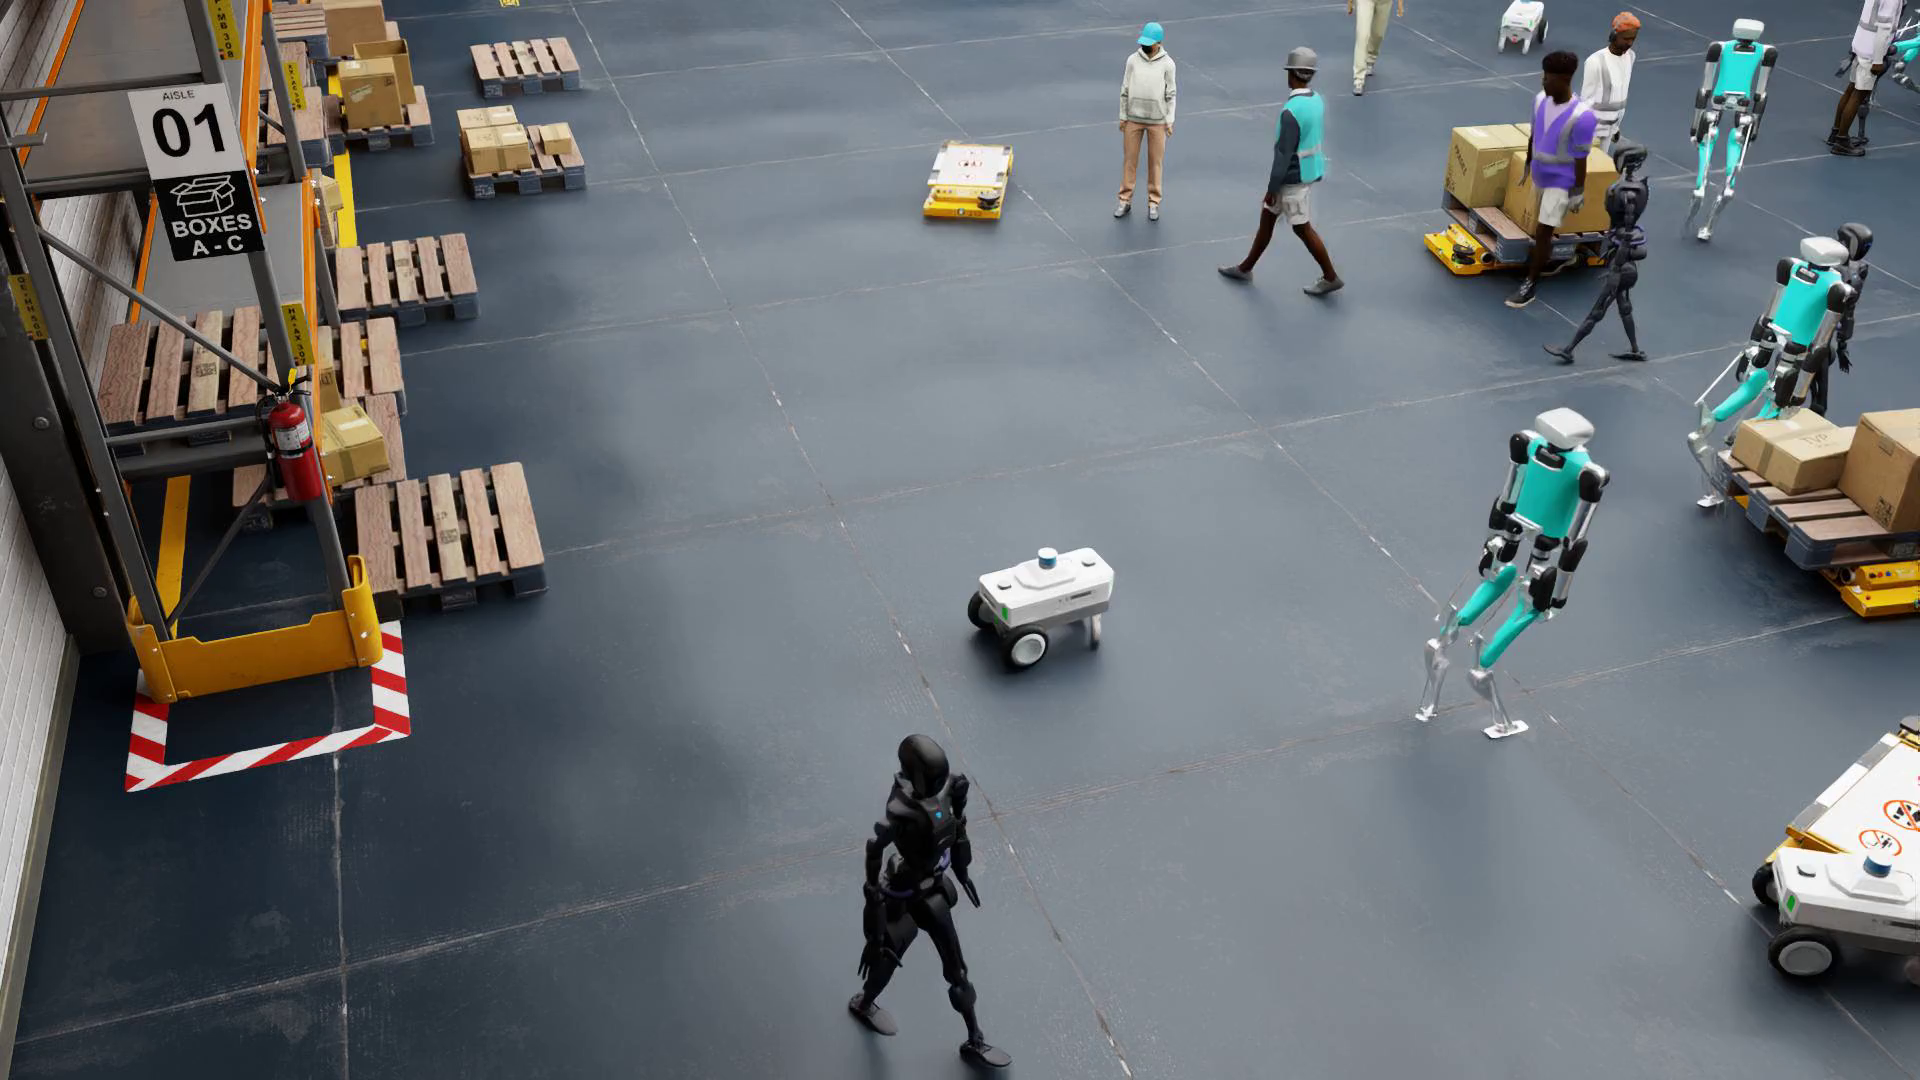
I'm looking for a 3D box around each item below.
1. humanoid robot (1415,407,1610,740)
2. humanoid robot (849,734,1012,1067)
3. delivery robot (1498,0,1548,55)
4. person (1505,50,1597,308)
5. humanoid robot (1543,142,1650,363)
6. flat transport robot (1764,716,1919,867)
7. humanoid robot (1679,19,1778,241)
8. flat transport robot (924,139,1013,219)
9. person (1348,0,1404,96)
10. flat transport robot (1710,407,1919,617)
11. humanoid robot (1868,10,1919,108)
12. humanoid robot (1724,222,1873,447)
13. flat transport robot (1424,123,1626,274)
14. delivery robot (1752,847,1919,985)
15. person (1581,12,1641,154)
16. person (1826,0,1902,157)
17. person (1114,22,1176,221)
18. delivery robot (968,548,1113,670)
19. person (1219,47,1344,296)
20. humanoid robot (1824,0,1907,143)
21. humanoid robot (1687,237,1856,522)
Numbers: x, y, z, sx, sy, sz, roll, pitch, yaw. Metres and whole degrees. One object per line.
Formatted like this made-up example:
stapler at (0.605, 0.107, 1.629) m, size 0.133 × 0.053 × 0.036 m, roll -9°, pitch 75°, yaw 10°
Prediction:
humanoid robot at (2.618, 0.252, 8.150) m, size 0.803 × 1.793 × 0.530 m, roll -19°, pitch 38°, yaw -27°
humanoid robot at (-0.148, 1.407, 6.443) m, size 0.753 × 1.624 × 0.611 m, roll 26°, pitch 41°, yaw 34°
delivery robot at (6.206, -5.713, 18.368) m, size 0.499 × 0.606 × 0.807 m, roll 15°, pitch 36°, yaw 21°
person at (4.544, -2.766, 12.588) m, size 0.810 × 1.929 × 0.646 m, roll -15°, pitch 36°, yaw -22°
humanoid robot at (4.614, -1.997, 11.663) m, size 0.735 × 1.620 × 0.584 m, roll 7°, pitch 34°, yaw 10°
flat transport robot at (4.452, 1.333, 7.814) m, size 1.431 × 0.231 × 0.659 m, roll -25°, pitch 41°, yaw -33°
humanoid robot at (6.218, -3.239, 13.519) m, size 0.530 × 1.823 × 0.746 m, roll 9°, pitch 34°, yaw 13°
flat transport robot at (0.091, -3.213, 14.786) m, size 0.659 × 0.231 × 1.431 m, roll 4°, pitch 33°, yaw 5°
person at (4.225, -5.544, 16.949) m, size 0.572 × 1.809 × 0.899 m, roll 4°, pitch 33°, yaw 7°
flat transport robot at (5.266, -0.041, 9.921) m, size 0.659 × 0.231 × 1.431 m, roll -5°, pitch 33°, yaw -8°
humanoid robot at (9.299, -5.000, 16.223) m, size 1.068 × 1.740 × 0.547 m, roll 4°, pitch 33°, yaw 6°
humanoid robot at (5.340, -1.206, 10.429) m, size 0.599 × 1.642 × 0.583 m, roll -18°, pitch 37°, yaw -26°
flat transport robot at (4.595, -2.419, 13.569) m, size 1.431 × 0.231 × 0.659 m, roll -5°, pitch 33°, yaw -8°
delivery robot at (3.851, 1.587, 7.179) m, size 0.796 × 0.613 × 0.499 m, roll 7°, pitch 34°, yaw 11°
person at (5.173, -3.326, 13.480) m, size 0.572 × 1.886 × 0.359 m, roll -24°, pitch 40°, yaw -32°
person at (8.381, -4.496, 15.238) m, size 0.383 × 1.929 × 0.541 m, roll 7°, pitch 34°, yaw 10°
person at (1.560, -3.506, 13.950) m, size 0.463 × 1.671 × 0.382 m, roll 9°, pitch 34°, yaw 13°
delivery robot at (0.445, 0.327, 9.100) m, size 0.771 × 0.600 × 0.501 m, roll -15°, pitch 36°, yaw -21°
person at (2.555, -2.782, 12.665) m, size 1.002 × 1.866 × 0.578 m, roll 14°, pitch 36°, yaw 20°
humanoid robot at (8.459, -4.500, 15.468) m, size 0.600 × 1.655 × 0.326 m, roll -18°, pitch 37°, yaw -25°
humanoid robot at (4.716, -0.883, 9.956) m, size 0.781 × 1.855 × 0.542 m, roll -10°, pitch 34°, yaw -15°
